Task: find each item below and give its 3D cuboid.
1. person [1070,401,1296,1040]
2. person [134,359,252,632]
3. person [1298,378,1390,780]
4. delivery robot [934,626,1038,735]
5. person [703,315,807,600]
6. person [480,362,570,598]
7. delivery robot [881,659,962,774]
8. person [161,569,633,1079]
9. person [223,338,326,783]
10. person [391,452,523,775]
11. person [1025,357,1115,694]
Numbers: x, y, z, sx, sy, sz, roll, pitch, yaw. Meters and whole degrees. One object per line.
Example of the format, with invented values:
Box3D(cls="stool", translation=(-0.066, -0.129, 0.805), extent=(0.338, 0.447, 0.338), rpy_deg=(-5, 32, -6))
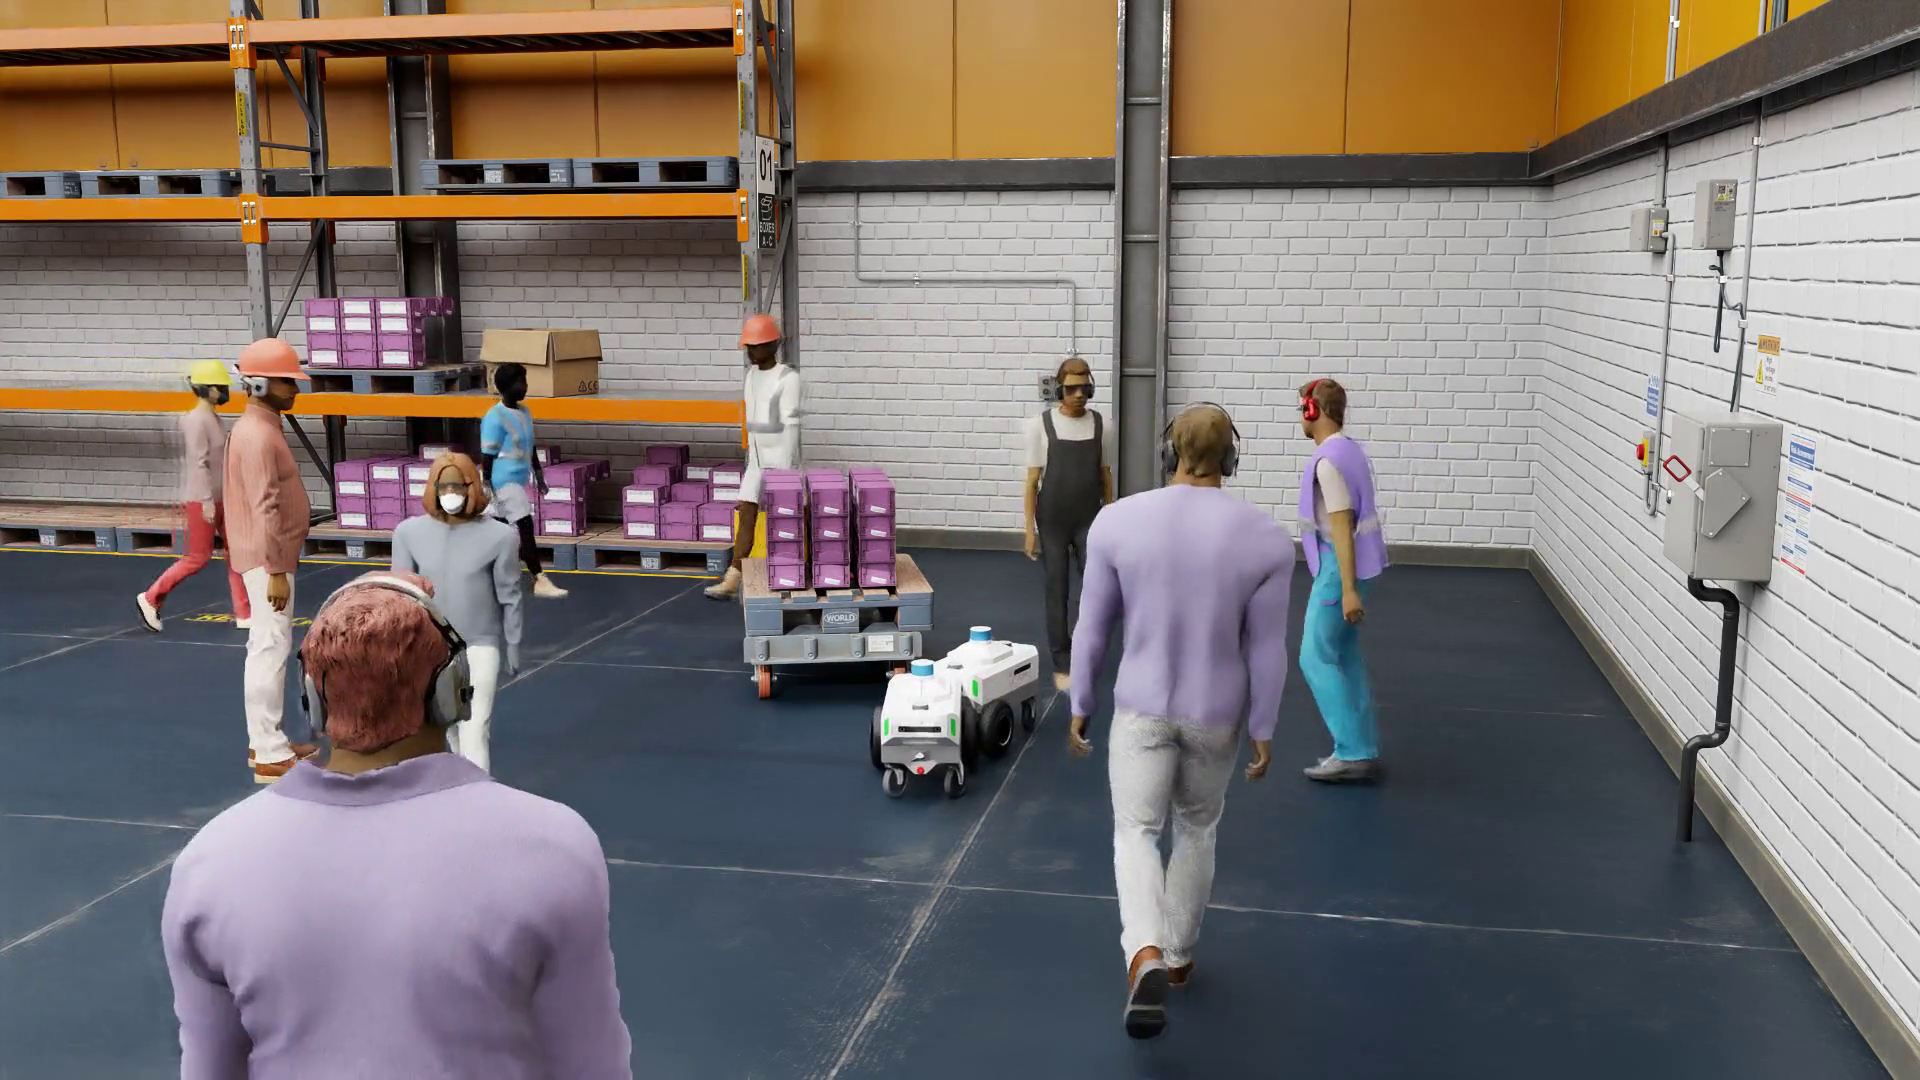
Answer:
Box3D(cls="person", translation=(0.665, 0.547, 5.027), extent=(0.680, 1.907, 0.817), rpy_deg=(1, 9, 7))
Box3D(cls="person", translation=(-4.761, -0.264, 10.412), extent=(0.761, 1.739, 0.524), rpy_deg=(-1, 9, -3))
Box3D(cls="person", translation=(1.721, 0.175, 7.545), extent=(0.491, 1.804, 0.588), rpy_deg=(4, 10, 24))
Box3D(cls="delivery robot", translation=(0.101, 0.664, 8.092), extent=(0.477, 0.478, 0.707), rpy_deg=(5, 11, 28))
Box3D(cls="person", translation=(-1.297, -0.580, 11.620), extent=(0.621, 1.979, 1.082), rpy_deg=(9, 13, 42))
Box3D(cls="person", translation=(-3.198, -0.423, 11.637), extent=(0.903, 1.654, 0.532), rpy_deg=(2, 10, 10))
Box3D(cls="delivery robot", translation=(-0.166, 0.777, 7.410), extent=(0.477, 0.478, 0.707), rpy_deg=(0, 9, 1))
Box3D(cls="person", translation=(-0.798, 0.995, 2.367), extent=(0.634, 1.889, 0.739), rpy_deg=(1, 10, 8))
Box3D(cls="person", translation=(-3.092, 0.090, 7.511), extent=(0.395, 1.990, 0.619), rpy_deg=(-4, 10, -24))
Box3D(cls="person", translation=(-2.013, 0.427, 6.697), extent=(0.500, 1.593, 0.860), rpy_deg=(0, 9, -1))
Box3D(cls="person", translation=(0.590, -0.068, 8.975), extent=(0.515, 1.830, 0.398), rpy_deg=(-1, 10, -9))
